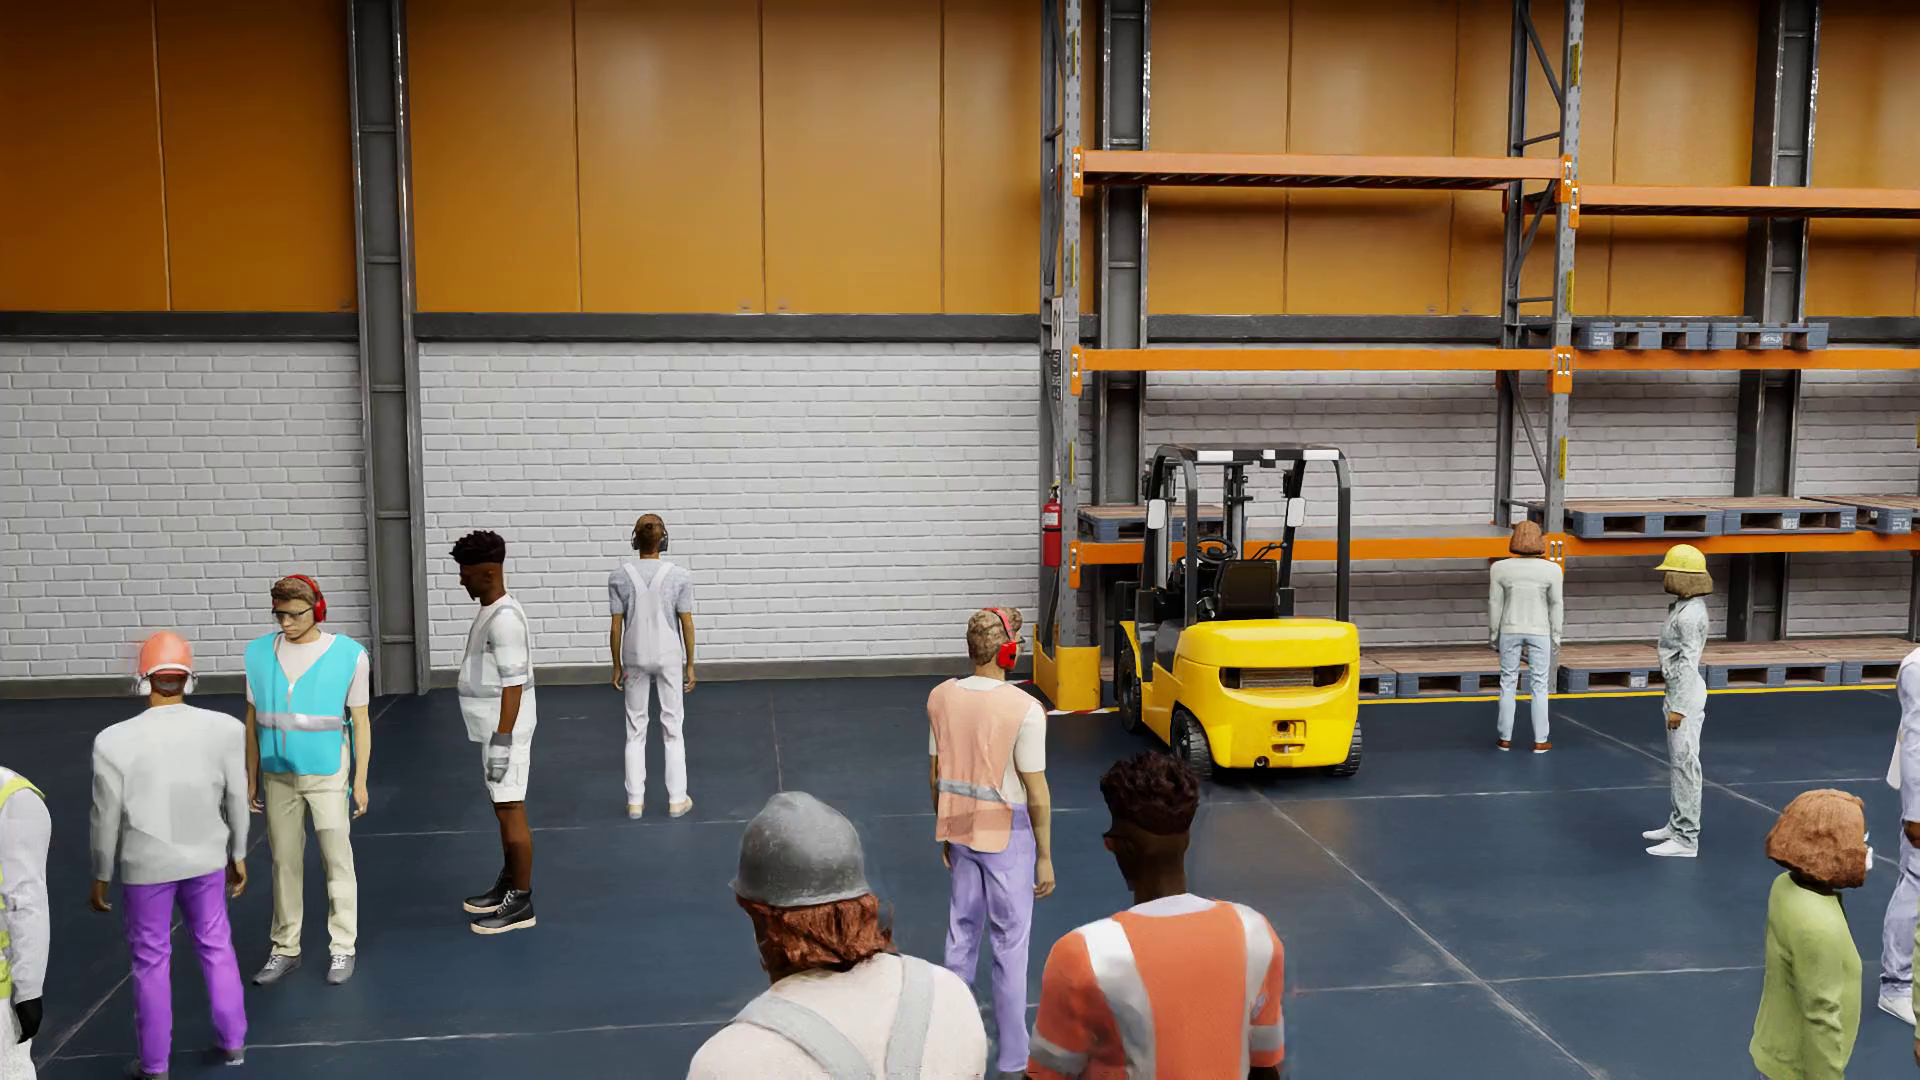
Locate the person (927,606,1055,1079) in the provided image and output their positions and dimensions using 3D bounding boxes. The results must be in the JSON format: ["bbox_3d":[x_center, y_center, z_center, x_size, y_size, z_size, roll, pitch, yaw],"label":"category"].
[{"bbox_3d":[0.111,1.172,6.401,0.567,1.846,0.389,5,8,40],"label":"person"}]

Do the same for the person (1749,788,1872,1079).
[{"bbox_3d":[2.332,1.485,4.582,0.280,1.634,0.498,2,7,16],"label":"person"}]

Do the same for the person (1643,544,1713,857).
[{"bbox_3d":[4.019,0.892,9.305,0.294,1.744,0.486,2,7,21],"label":"person"}]

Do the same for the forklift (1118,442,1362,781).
[{"bbox_3d":[1.912,0.418,11.496,1.214,2.155,2.313,-1,7,-8],"label":"forklift"}]

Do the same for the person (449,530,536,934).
[{"bbox_3d":[-2.263,0.921,8.115,0.384,1.959,0.600,-2,7,-20],"label":"person"}]

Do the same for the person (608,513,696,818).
[{"bbox_3d":[-1.848,0.758,10.030,0.511,1.845,0.341,-1,7,-5],"label":"person"}]

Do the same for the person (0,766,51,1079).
[{"bbox_3d":[-3.049,1.343,4.997,0.636,1.830,0.429,0,7,3],"label":"person"}]

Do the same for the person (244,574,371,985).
[{"bbox_3d":[-2.909,1.058,7.436,0.563,1.838,0.389,0,7,1],"label":"person"}]

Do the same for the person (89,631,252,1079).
[{"bbox_3d":[-3.042,1.223,6.430,0.583,1.738,0.348,-6,9,-44],"label":"person"}]

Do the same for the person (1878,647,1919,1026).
[{"bbox_3d":[4.122,1.075,6.983,0.593,1.911,0.384,-4,7,-28],"label":"person"}]

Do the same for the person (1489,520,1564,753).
[{"bbox_3d":[3.963,0.675,11.666,0.497,1.636,0.285,3,7,23],"label":"person"}]

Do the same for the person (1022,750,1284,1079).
[{"bbox_3d":[0.458,1.440,3.794,0.607,1.918,0.990,-4,8,-32],"label":"person"}]

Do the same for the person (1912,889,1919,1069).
[{"bbox_3d":[2.997,1.401,4.734,0.525,1.771,0.305,2,7,17],"label":"person"}]
